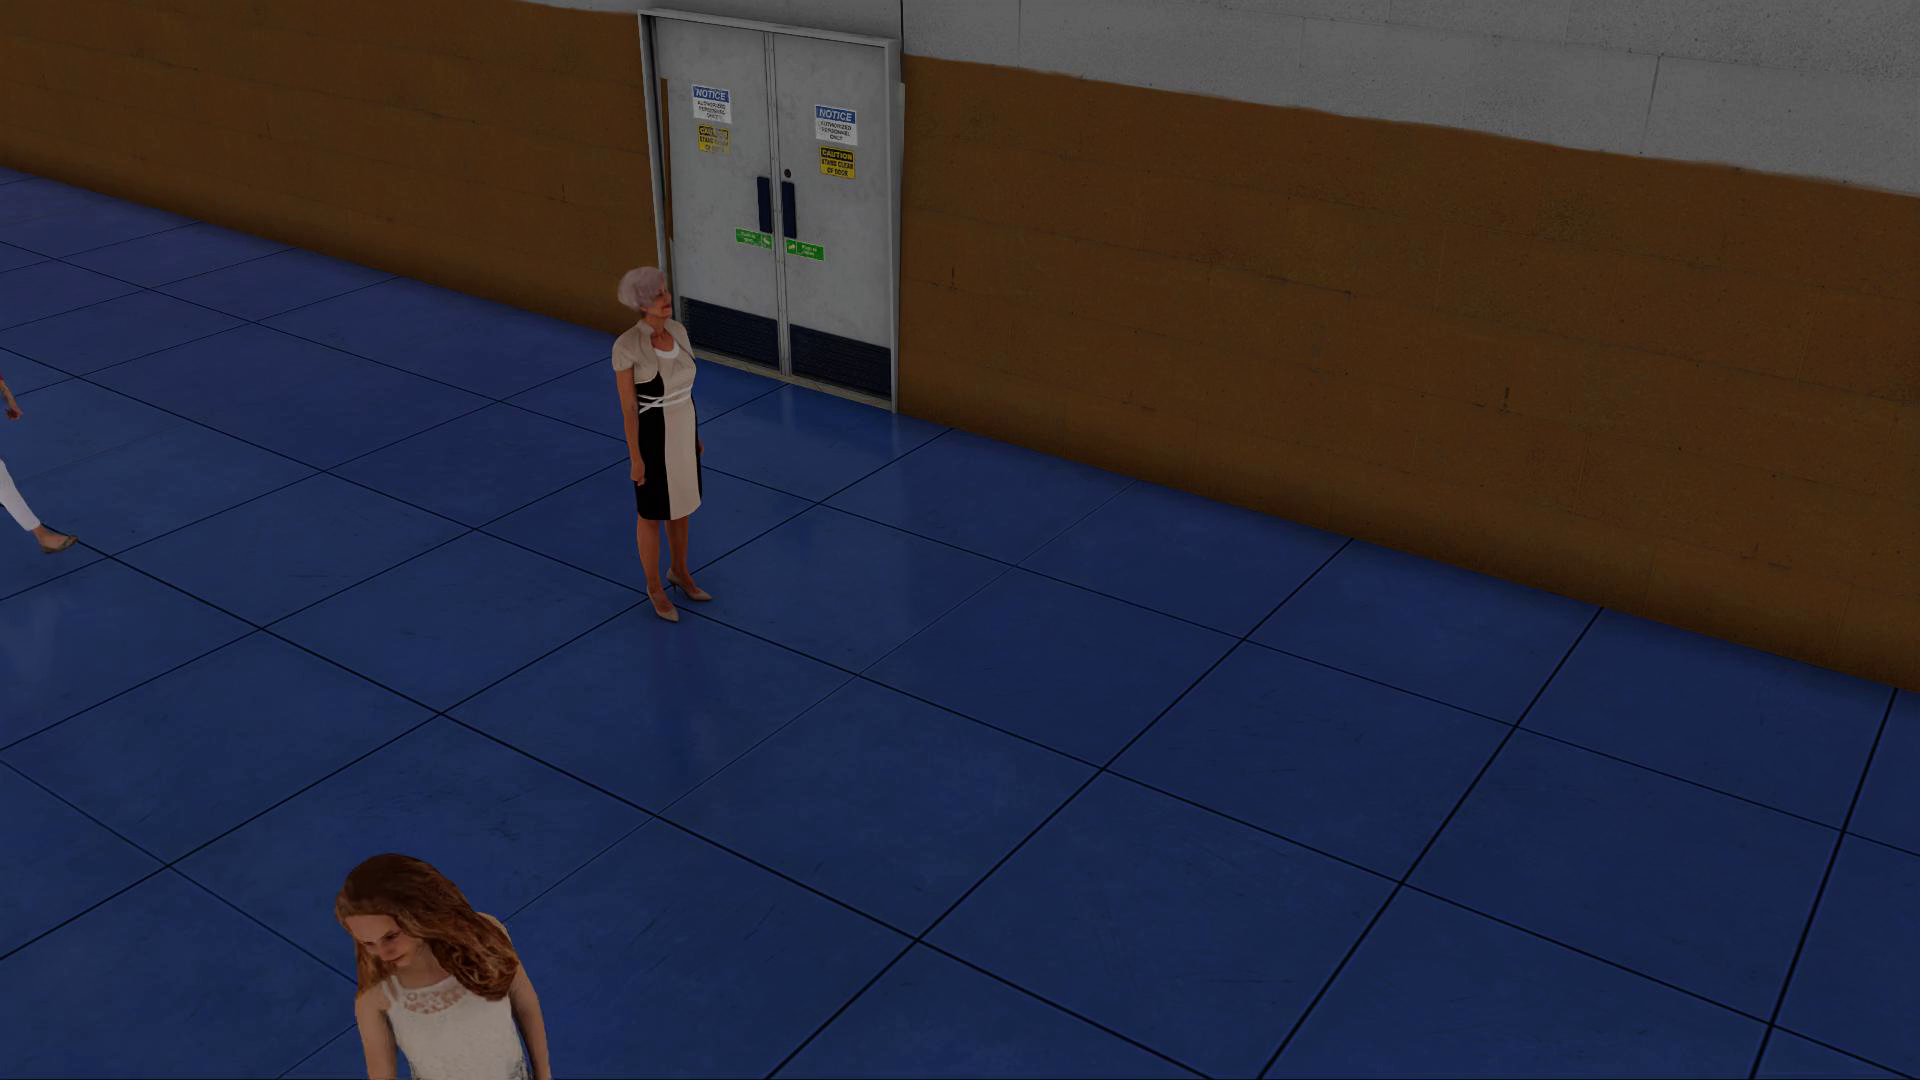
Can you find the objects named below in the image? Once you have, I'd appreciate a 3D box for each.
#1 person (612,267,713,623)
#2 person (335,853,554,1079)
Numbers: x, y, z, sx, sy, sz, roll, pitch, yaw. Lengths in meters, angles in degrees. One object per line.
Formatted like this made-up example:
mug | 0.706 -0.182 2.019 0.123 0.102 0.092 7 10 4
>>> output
person | -1.434 -0.463 7.979 0.682 1.756 0.457 17 31 29
person | -1.218 1.463 4.195 0.717 1.743 0.554 17 32 30
